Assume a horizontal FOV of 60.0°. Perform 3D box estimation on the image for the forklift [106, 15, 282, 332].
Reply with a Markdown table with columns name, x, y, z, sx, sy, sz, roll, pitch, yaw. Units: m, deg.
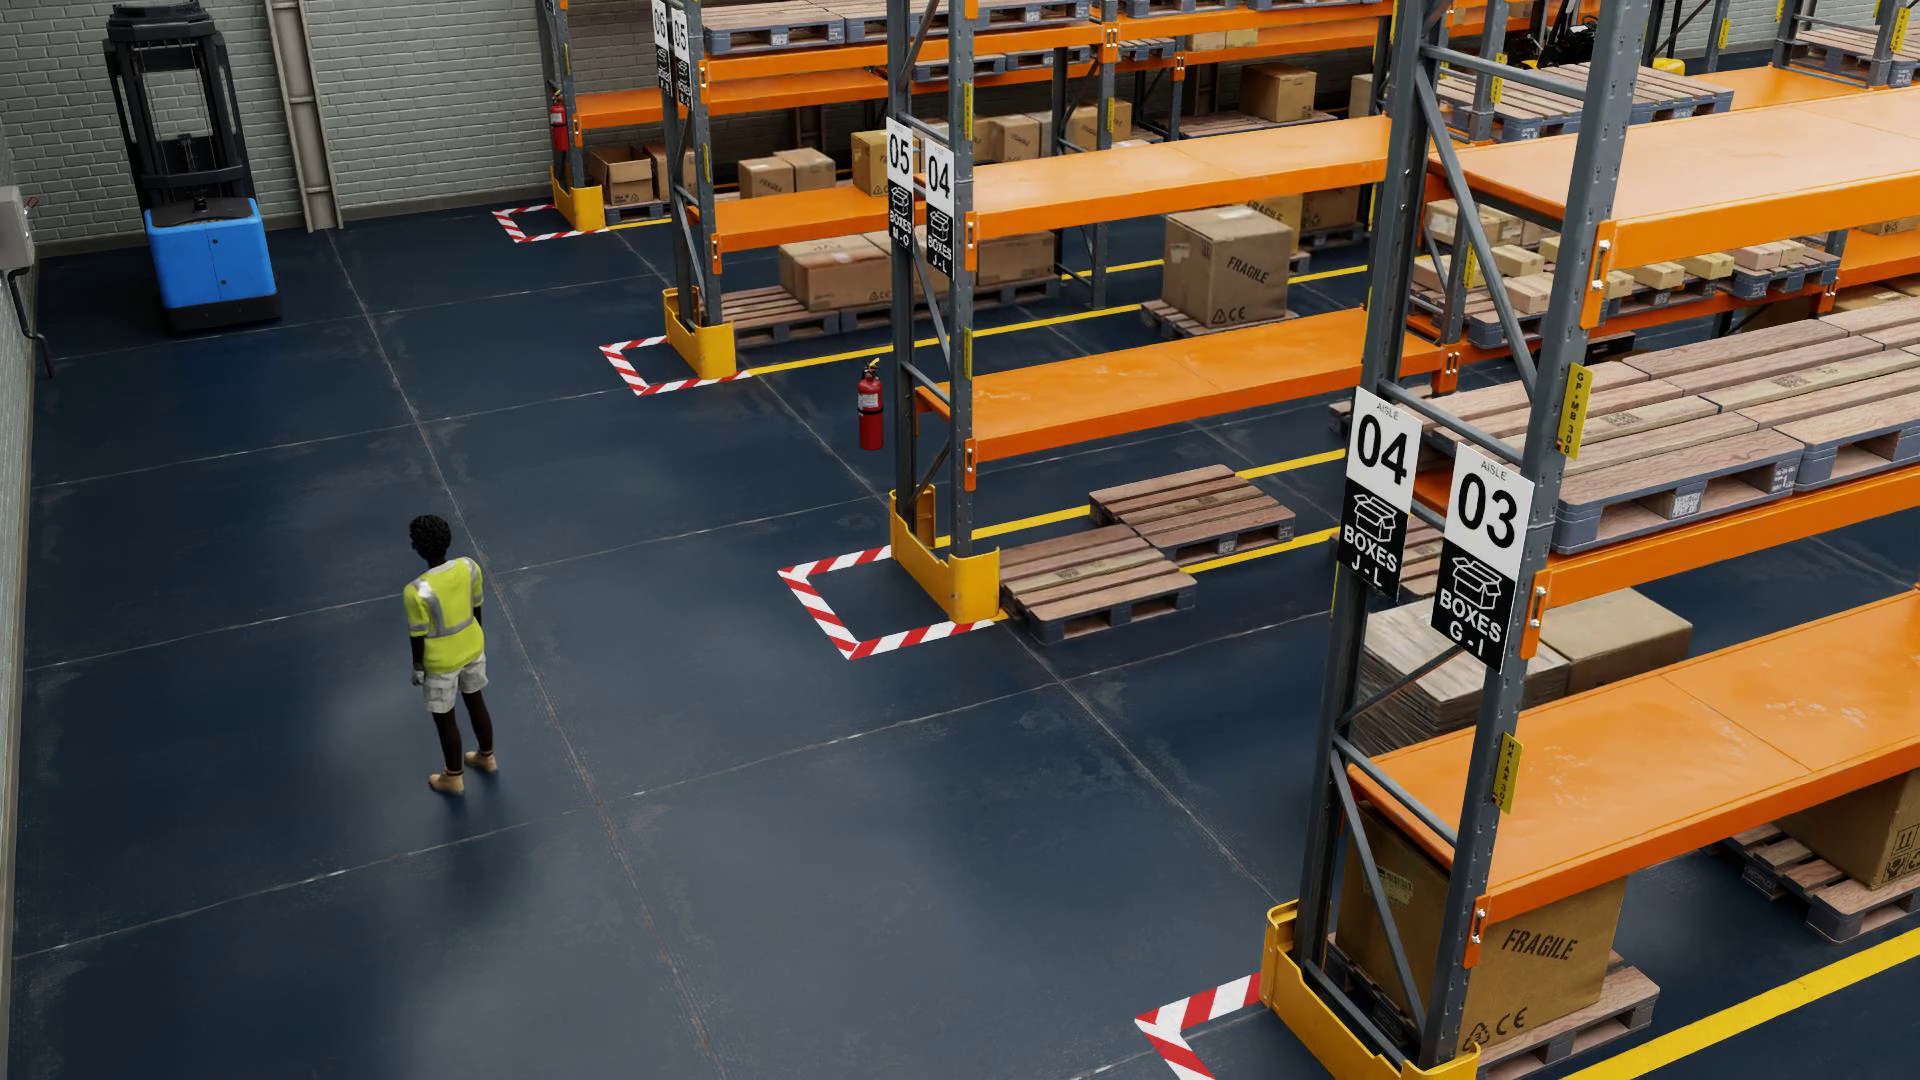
| name | x | y | z | sx | sy | sz | roll | pitch | yaw |
| --- | --- | --- | --- | --- | --- | --- | --- | --- | --- |
| forklift | -7.548 | -3.672 | 16.323 | 1.129 | 2.768 | 1.873 | -12 | 30 | -22 |

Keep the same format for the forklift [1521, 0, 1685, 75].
| name | x | y | z | sx | sy | sz | roll | pitch | yaw |
| --- | --- | --- | --- | --- | --- | --- | --- | --- | --- |
| forklift | 8.950 | -6.807 | 23.056 | 1.214 | 2.155 | 2.313 | -12 | 30 | -22 |

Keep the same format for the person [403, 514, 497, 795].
| name | x | y | z | sx | sy | sz | roll | pitch | yaw |
| --- | --- | --- | --- | --- | --- | --- | --- | --- | --- |
| person | -2.858 | 0.637 | 9.343 | 0.323 | 1.685 | 0.539 | 14 | 31 | 25 |
